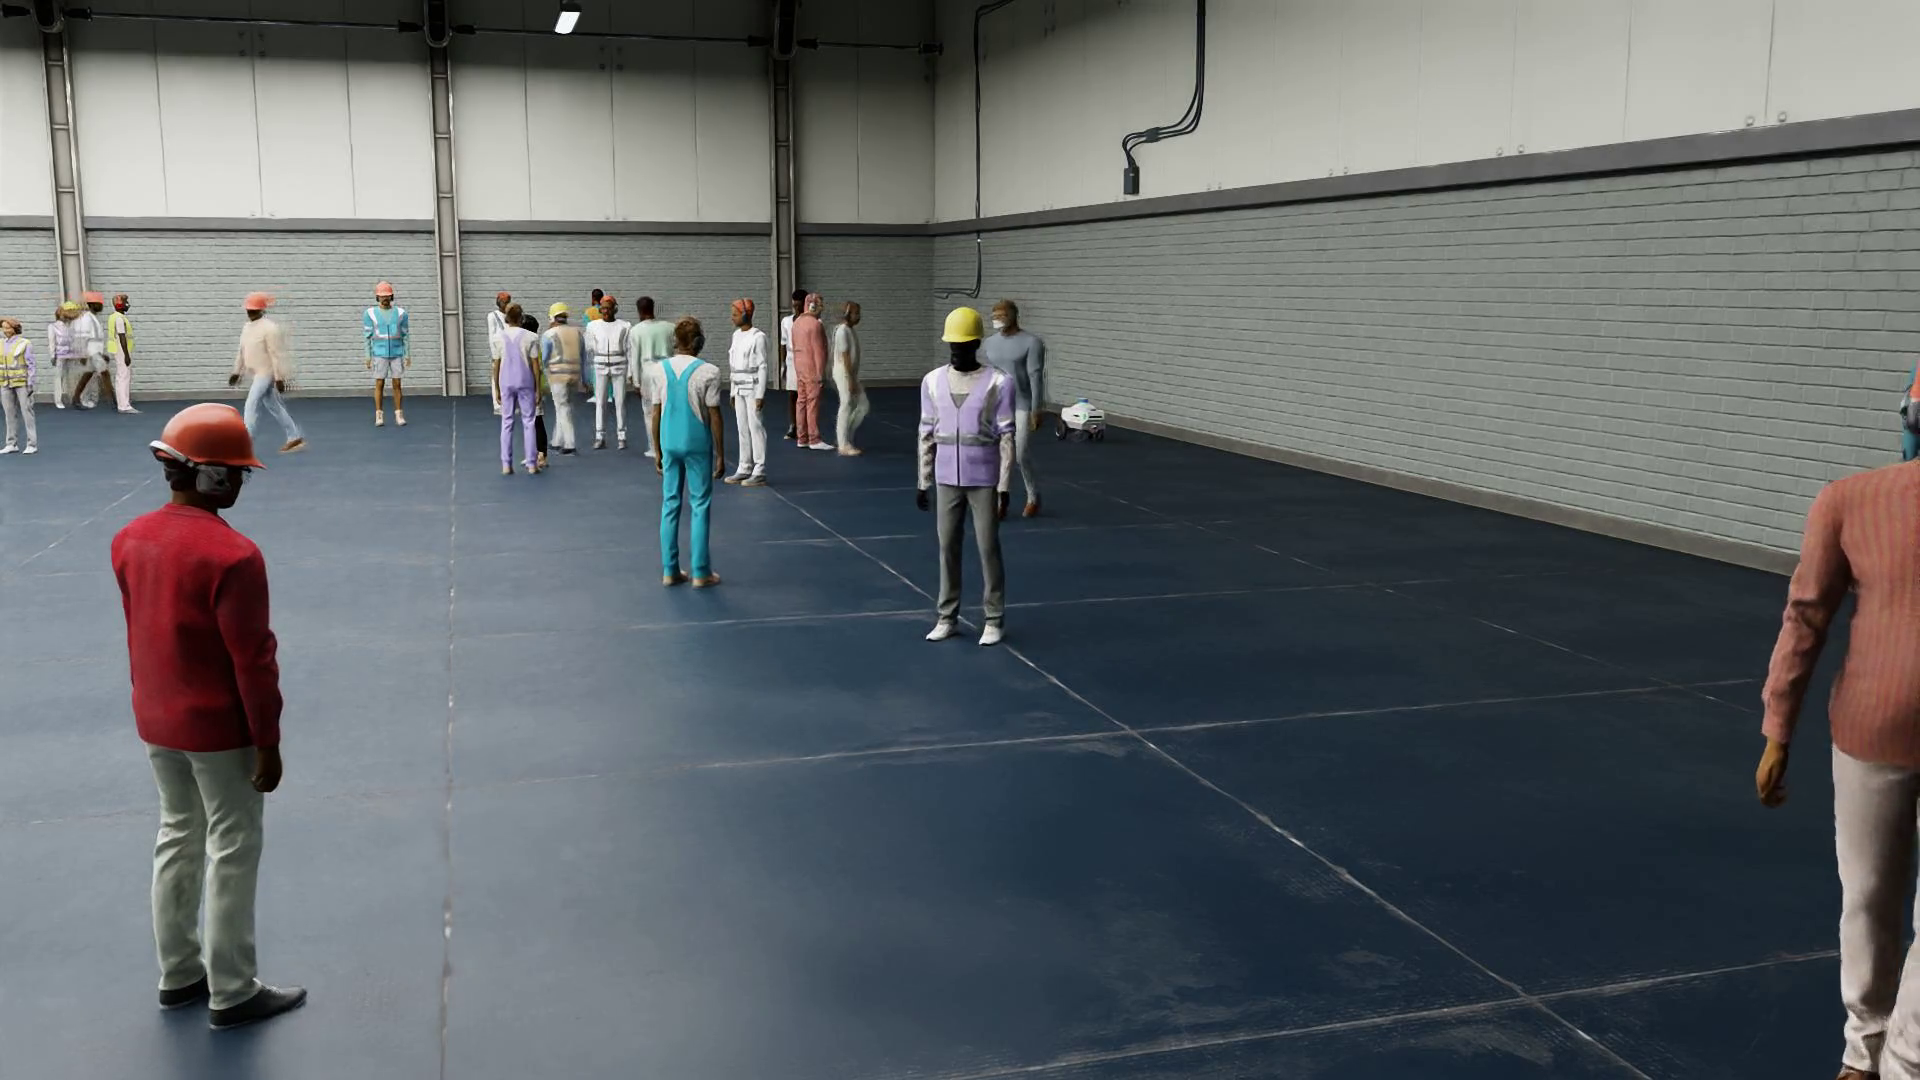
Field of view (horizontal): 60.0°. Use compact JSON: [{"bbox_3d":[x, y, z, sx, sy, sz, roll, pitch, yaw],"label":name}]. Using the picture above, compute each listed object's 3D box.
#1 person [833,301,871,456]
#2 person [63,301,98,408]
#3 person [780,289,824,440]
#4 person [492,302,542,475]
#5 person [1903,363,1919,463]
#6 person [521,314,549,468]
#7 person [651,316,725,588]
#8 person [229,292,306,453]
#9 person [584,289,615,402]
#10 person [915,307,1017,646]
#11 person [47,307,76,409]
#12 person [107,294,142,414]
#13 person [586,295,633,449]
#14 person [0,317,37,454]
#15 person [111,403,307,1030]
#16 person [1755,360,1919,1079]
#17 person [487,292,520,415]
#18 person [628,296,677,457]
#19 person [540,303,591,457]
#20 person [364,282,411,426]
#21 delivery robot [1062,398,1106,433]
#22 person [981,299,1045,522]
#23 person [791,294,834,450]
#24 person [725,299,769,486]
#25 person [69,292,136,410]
[{"bbox_3d":[-1.281,-1.890,19.526,0.414,1.826,0.510,2,9,15],"label":"person"},{"bbox_3d":[-14.214,-2.986,26.859,0.407,1.721,0.534,-5,10,-27],"label":"person"},{"bbox_3d":[-2.046,-2.263,21.525,0.612,1.953,0.385,3,9,19],"label":"person"},{"bbox_3d":[-4.711,-1.606,17.723,0.502,1.837,0.347,0,9,-2],"label":"person"},{"bbox_3d":[5.760,-0.410,9.562,0.611,1.996,0.378,7,11,38],"label":"person"},{"bbox_3d":[-4.721,-1.637,18.343,0.317,1.695,0.540,-4,10,-22],"label":"person"},{"bbox_3d":[-1.823,-0.584,11.203,0.512,1.835,0.359,2,9,15],"label":"person"},{"bbox_3d":[-8.198,-1.947,19.578,1.034,1.937,0.680,-9,12,-44],"label":"person"},{"bbox_3d":[-6.098,-3.287,28.169,0.388,1.919,0.593,8,12,40],"label":"person"},{"bbox_3d":[0.028,-0.358,9.476,0.598,1.919,0.382,4,10,22],"label":"person"},{"bbox_3d":[-14.440,-2.938,26.831,0.310,1.638,0.523,4,10,26],"label":"person"},{"bbox_3d":[-12.939,-2.861,25.679,0.389,1.846,0.566,-6,11,-34],"label":"person"},{"bbox_3d":[-4.281,-2.046,20.359,0.585,1.882,0.337,-1,9,-6],"label":"person"},{"bbox_3d":[-11.260,-1.839,19.823,0.513,1.638,0.307,1,9,7],"label":"person"},{"bbox_3d":[-2.079,0.489,4.648,0.573,1.739,0.351,5,10,29],"label":"person"},{"bbox_3d":[2.248,0.489,3.903,0.678,1.975,0.535,5,10,31],"label":"person"},{"bbox_3d":[-7.039,-2.877,25.653,0.355,1.886,0.572,3,9,20],"label":"person"},{"bbox_3d":[-3.503,-1.875,19.235,0.619,1.894,0.694,-6,11,-33],"label":"person"},{"bbox_3d":[-4.766,-1.890,19.630,0.797,1.786,0.718,7,11,37],"label":"person"},{"bbox_3d":[-8.101,-2.628,23.563,0.616,2.041,0.382,-5,10,-27],"label":"person"},{"bbox_3d":[1.583,-1.573,21.269,0.477,0.478,0.707,-4,10,-22],"label":"delivery robot"},{"bbox_3d":[0.436,-1.106,14.301,0.663,1.911,0.700,5,10,30],"label":"person"},{"bbox_3d":[-1.801,-2.051,20.343,0.400,1.901,0.643,-5,10,-31],"label":"person"},{"bbox_3d":[-2.142,-1.483,16.766,0.356,1.885,0.573,-7,11,-37],"label":"person"},{"bbox_3d":[-13.699,-2.981,26.368,1.016,1.877,0.552,-2,9,-13],"label":"person"}]
